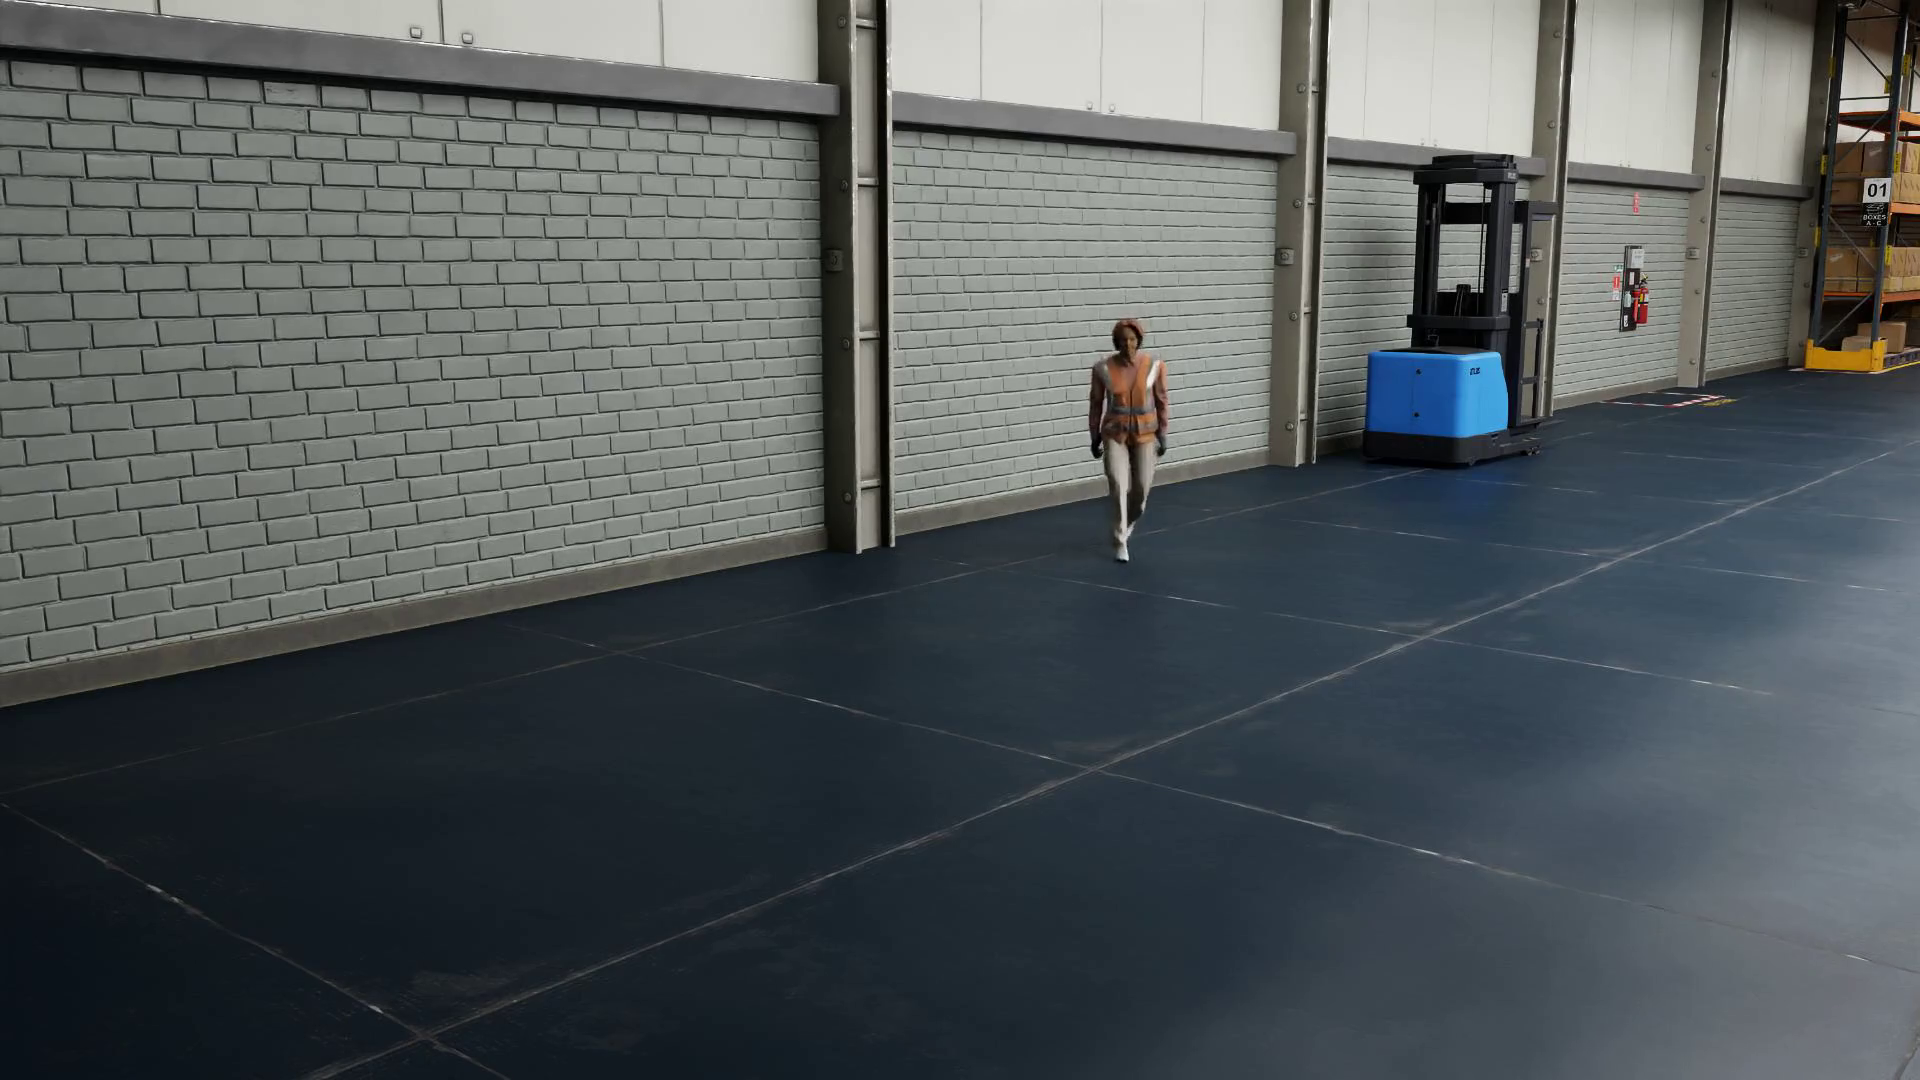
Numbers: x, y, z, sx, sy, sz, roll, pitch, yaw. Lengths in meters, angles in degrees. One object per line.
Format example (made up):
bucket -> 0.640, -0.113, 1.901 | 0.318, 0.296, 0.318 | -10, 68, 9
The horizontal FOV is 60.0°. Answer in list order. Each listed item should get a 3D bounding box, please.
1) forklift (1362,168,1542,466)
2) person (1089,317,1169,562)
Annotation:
forklift -> 4.875, -2.212, 16.287 | 1.129, 2.768, 1.873 | 8, 13, 40
person -> 1.121, -0.697, 11.140 | 0.537, 1.609, 0.628 | 0, 10, 1
